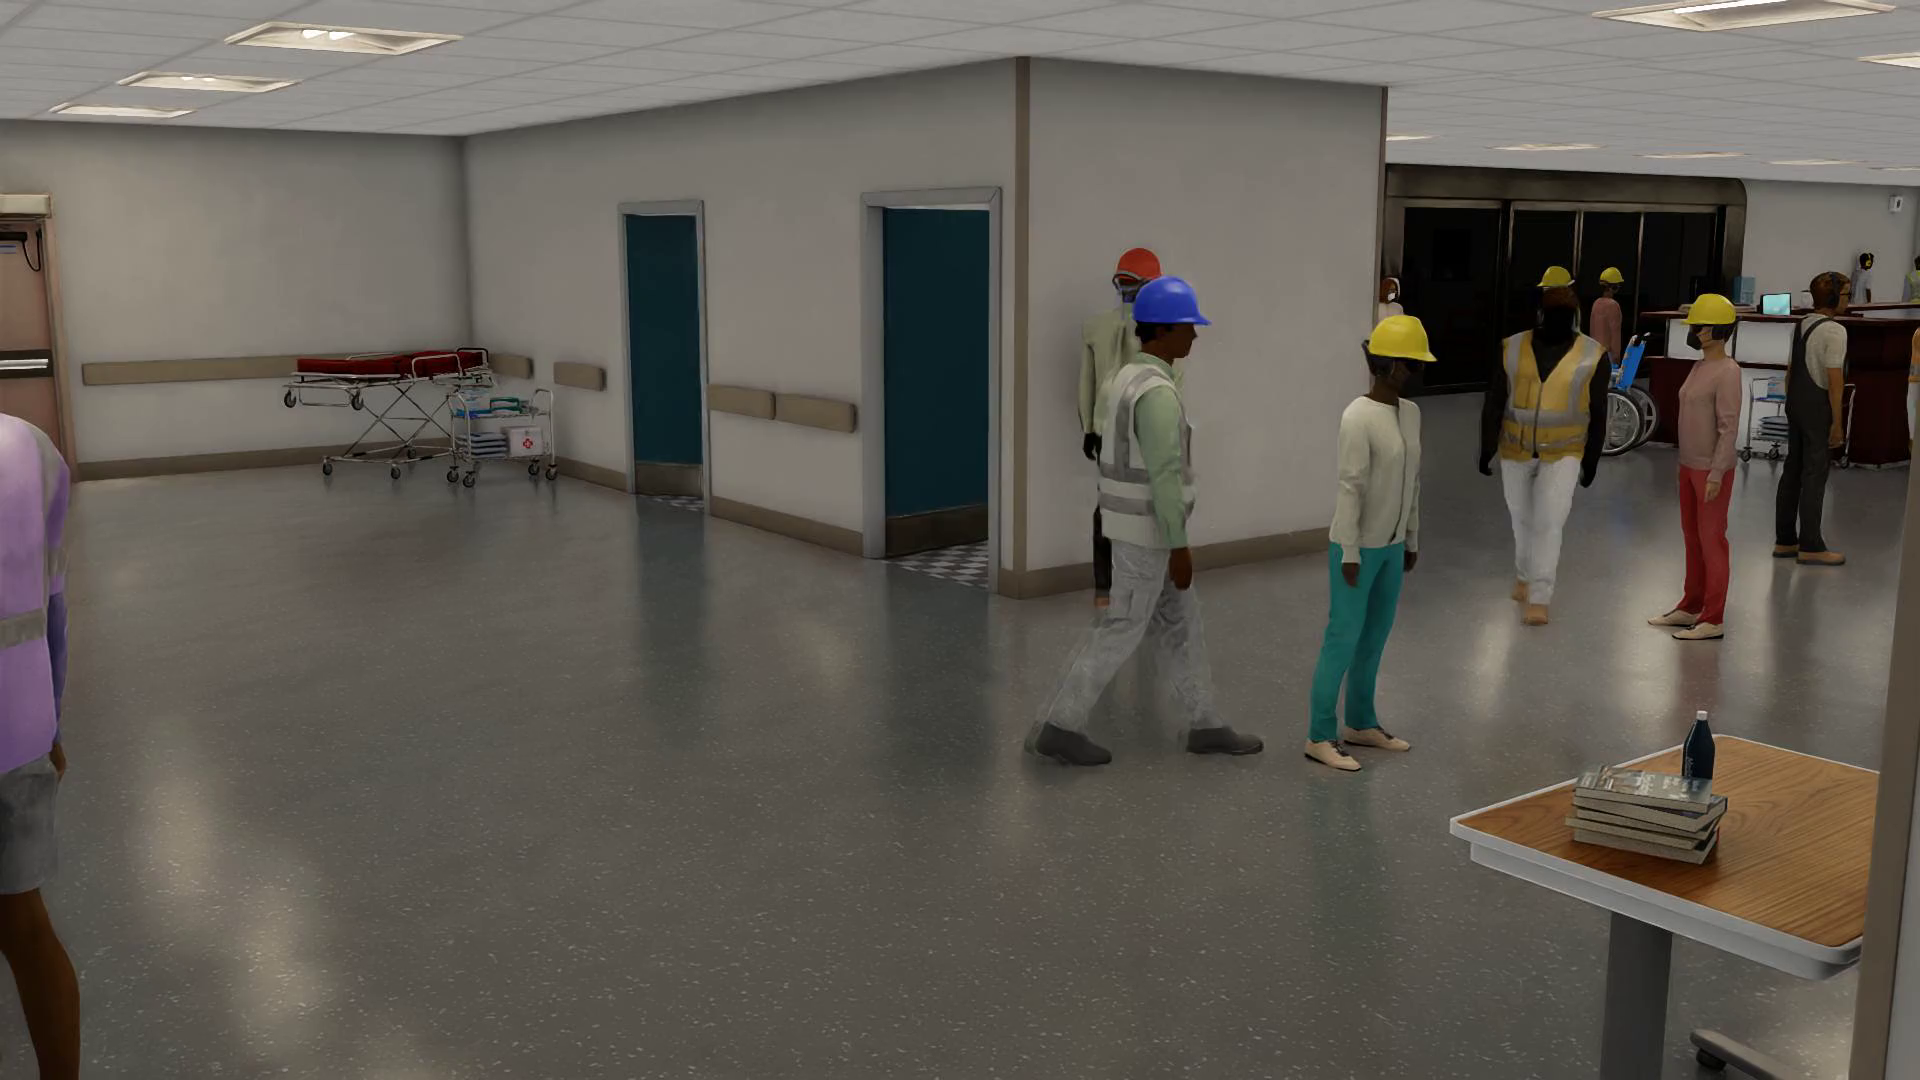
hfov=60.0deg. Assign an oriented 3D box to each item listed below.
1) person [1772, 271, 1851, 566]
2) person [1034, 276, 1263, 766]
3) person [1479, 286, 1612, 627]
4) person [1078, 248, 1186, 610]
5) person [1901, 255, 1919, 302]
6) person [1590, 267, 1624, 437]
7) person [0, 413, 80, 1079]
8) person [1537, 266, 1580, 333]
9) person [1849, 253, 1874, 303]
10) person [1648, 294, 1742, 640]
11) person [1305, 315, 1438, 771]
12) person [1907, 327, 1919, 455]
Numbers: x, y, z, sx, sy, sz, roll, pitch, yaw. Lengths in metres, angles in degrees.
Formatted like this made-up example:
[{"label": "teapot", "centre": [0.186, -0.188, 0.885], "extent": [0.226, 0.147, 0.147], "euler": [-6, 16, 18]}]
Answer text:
[{"label": "person", "centre": [5.416, -0.769, 10.532], "extent": [0.351, 1.846, 0.506], "euler": [-1, 10, -4]}, {"label": "person", "centre": [0.715, -0.056, 6.402], "extent": [0.915, 1.907, 0.623], "euler": [0, 10, 0]}, {"label": "person", "centre": [3.197, -0.481, 9.112], "extent": [0.631, 1.800, 0.918], "euler": [6, 12, 30]}, {"label": "person", "centre": [0.960, -0.608, 9.216], "extent": [0.625, 1.992, 0.386], "euler": [6, 12, 30]}, {"label": "person", "centre": [15.507, -3.686, 26.908], "extent": [0.624, 1.840, 0.429], "euler": [0, 10, -2]}, {"label": "person", "centre": [6.801, -1.973, 17.502], "extent": [0.300, 1.771, 0.532], "euler": [-1, 10, -6]}, {"label": "person", "centre": [-2.071, 0.416, 3.405], "extent": [0.410, 2.028, 0.617], "euler": [1, 10, 7]}, {"label": "person", "centre": [5.211, -1.477, 14.578], "extent": [0.403, 1.824, 0.596], "euler": [5, 11, 25]}, {"label": "person", "centre": [15.424, -3.987, 28.533], "extent": [0.324, 1.863, 0.524], "euler": [-2, 10, -12]}, {"label": "person", "centre": [3.803, -0.370, 8.530], "extent": [0.312, 1.769, 0.522], "euler": [1, 10, 3]}, {"label": "person", "centre": [1.620, 0.014, 6.431], "extent": [0.384, 1.756, 0.535], "euler": [10, 14, 43]}, {"label": "person", "centre": [5.708, -0.632, 9.513], "extent": [0.359, 1.939, 0.543], "euler": [-7, 12, -35]}]
